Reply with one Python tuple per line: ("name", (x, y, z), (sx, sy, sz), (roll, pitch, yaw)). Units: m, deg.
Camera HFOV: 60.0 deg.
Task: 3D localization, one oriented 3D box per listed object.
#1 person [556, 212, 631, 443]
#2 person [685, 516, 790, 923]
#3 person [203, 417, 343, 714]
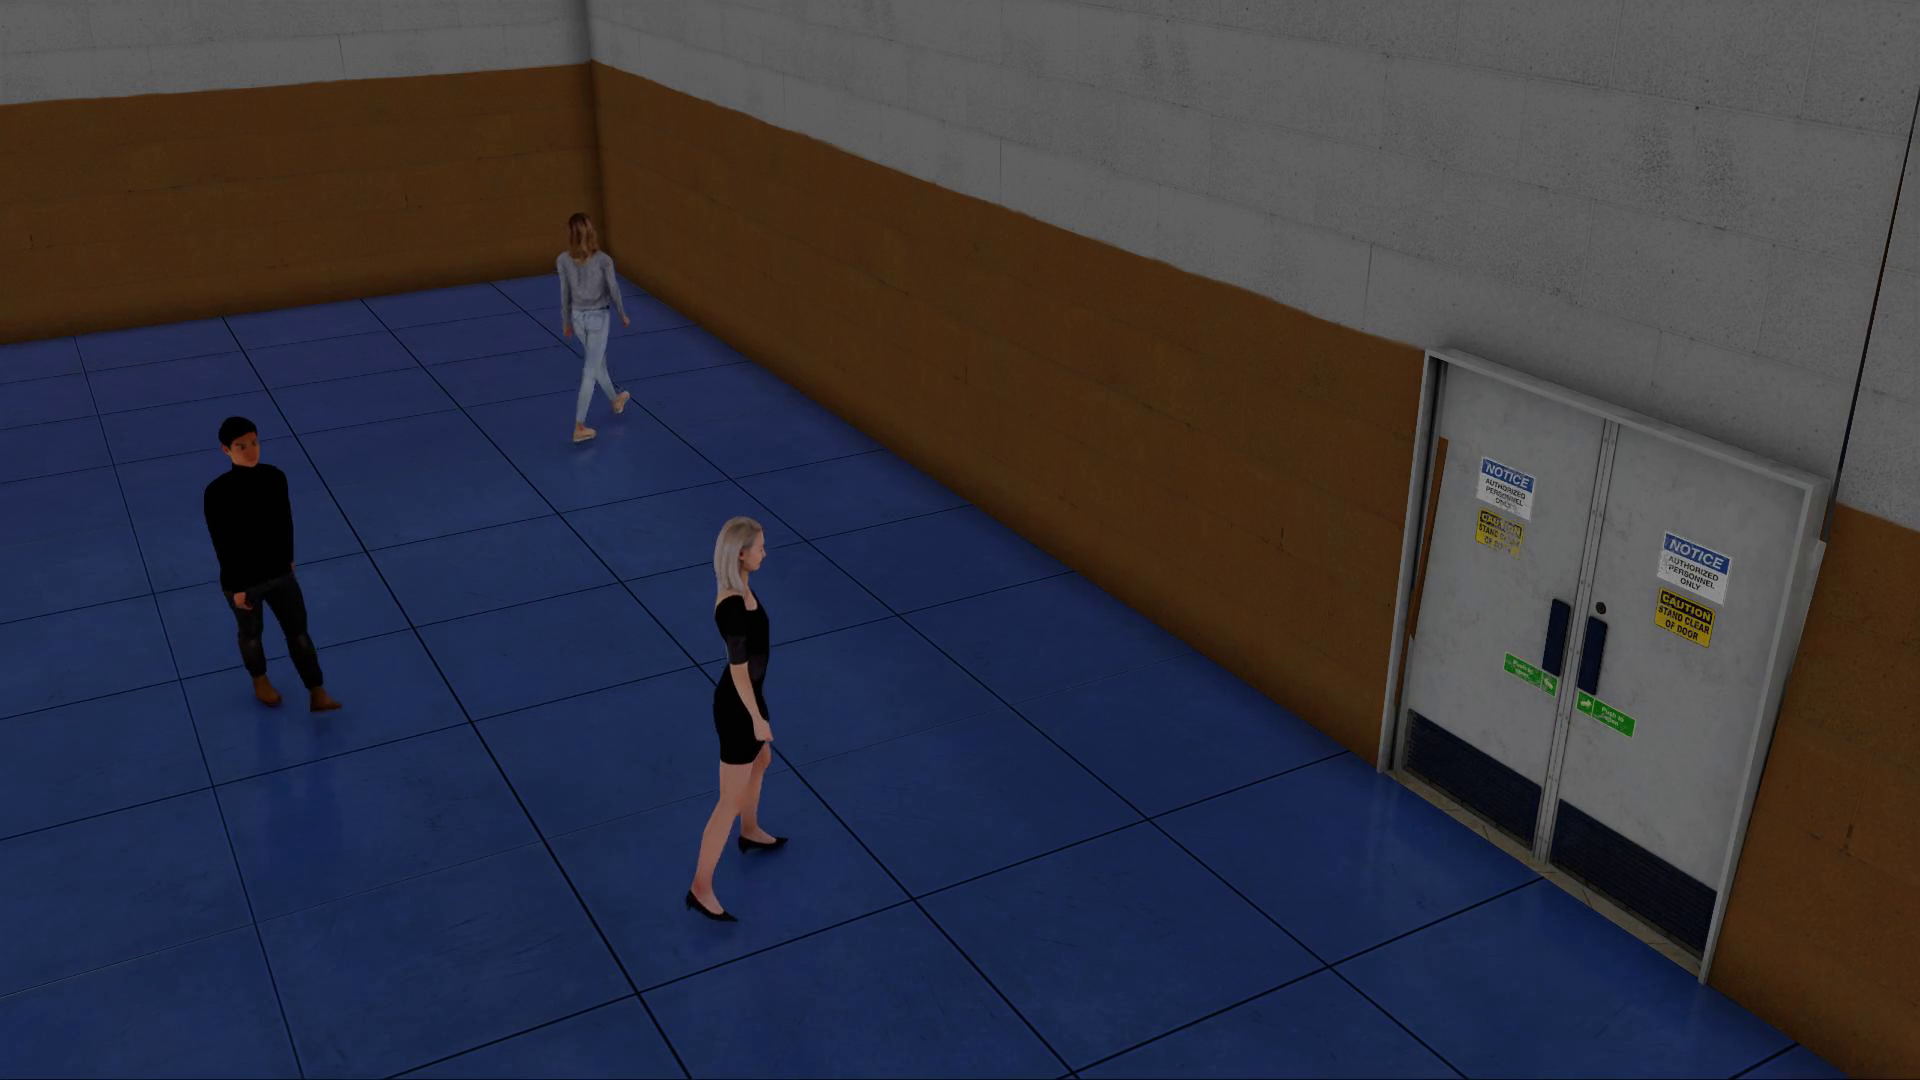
("person", (-2.917, -1.616, 13.011), (1.161, 1.733, 1.226), (7, 25, 15))
("person", (-0.988, 0.752, 7.501), (0.907, 1.810, 0.954), (-3, 24, -7))
("person", (-3.856, 0.146, 9.036), (0.897, 1.692, 1.037), (21, 31, 39))
